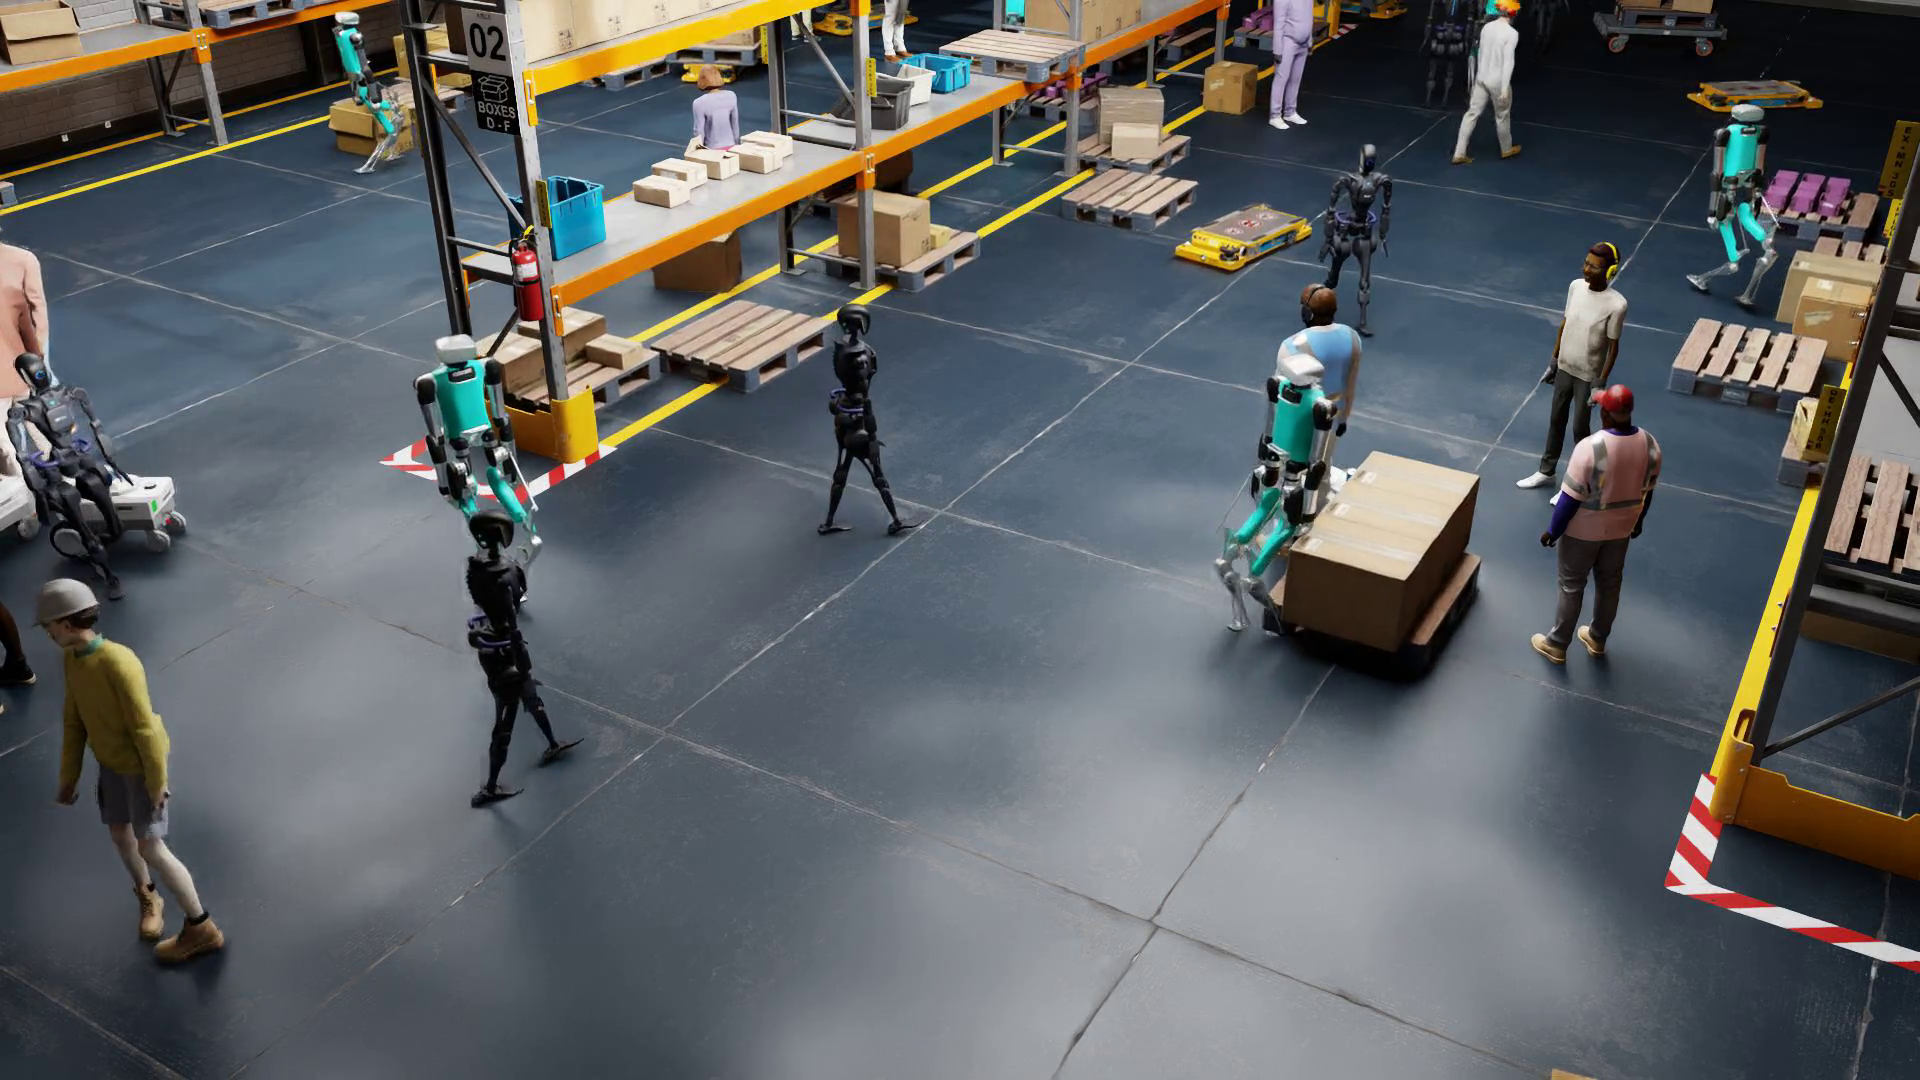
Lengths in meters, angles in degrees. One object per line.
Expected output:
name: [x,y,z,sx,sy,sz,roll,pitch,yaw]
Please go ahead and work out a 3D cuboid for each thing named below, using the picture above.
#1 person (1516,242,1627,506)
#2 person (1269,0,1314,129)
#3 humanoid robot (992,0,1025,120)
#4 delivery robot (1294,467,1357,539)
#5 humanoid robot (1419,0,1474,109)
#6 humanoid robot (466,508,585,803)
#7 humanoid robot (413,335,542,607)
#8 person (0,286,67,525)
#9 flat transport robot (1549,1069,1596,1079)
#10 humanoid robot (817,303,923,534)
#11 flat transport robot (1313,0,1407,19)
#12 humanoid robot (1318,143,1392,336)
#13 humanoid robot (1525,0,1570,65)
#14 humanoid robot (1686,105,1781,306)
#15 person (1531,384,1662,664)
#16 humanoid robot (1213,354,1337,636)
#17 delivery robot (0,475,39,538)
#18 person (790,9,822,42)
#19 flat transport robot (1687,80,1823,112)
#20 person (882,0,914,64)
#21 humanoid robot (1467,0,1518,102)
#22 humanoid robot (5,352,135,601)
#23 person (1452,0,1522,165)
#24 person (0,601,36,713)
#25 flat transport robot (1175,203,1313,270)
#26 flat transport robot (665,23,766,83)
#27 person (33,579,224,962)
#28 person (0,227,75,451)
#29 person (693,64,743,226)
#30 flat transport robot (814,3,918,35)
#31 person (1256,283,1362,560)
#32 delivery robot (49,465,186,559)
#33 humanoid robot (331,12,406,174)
person: [4.195,-1.135,11.320,0.328,1.876,0.508,-15,33,-25]
person: [3.928,-5.817,19.578,0.642,1.904,0.403,-25,38,-37]
humanoid robot: [0.604,-5.964,20.042,0.539,1.783,0.991,5,30,9]
delivery robot: [2.552,-0.195,11.001,0.512,0.599,0.771,-17,34,-27]
humanoid robot: [5.938,-6.106,20.309,0.588,1.654,0.325,3,30,5]
humanoid robot: [-2.280,0.568,8.531,0.720,1.628,0.589,-16,33,-26]
humanoid robot: [-2.820,-0.304,10.020,0.535,1.800,0.791,-22,36,-33]
person: [-6.354,-1.035,11.020,0.376,1.995,0.608,17,34,27]
flat transport robot: [1.909,2.852,5.896,0.659,0.231,1.431,10,31,18]
humanoid robot: [-0.630,-0.799,10.942,0.676,1.640,0.600,-9,31,-16]
flat transport robot: [6.043,-8.198,25.443,1.431,0.231,0.659,21,36,32]
humanoid robot: [3.369,-2.614,14.203,0.604,1.612,0.847,-4,30,-8]
humanoid robot: [7.907,-7.239,22.313,0.583,1.653,0.353,-9,31,-16]
humanoid robot: [6.876,-2.841,14.491,0.543,1.717,0.994,-8,30,-14]
person: [3.655,-0.087,9.587,0.613,1.754,0.419,-6,30,-11]
humanoid robot: [1.769,-0.199,9.797,0.679,1.790,0.530,-15,33,-24]
delivery robot: [-6.458,-0.135,10.882,0.499,0.587,0.769,8,30,13]
person: [-2.223,-7.967,23.525,0.572,1.748,0.341,22,36,34]
flat transport robot: [9.906,-5.521,20.709,1.431,0.231,0.659,-4,30,-7]
person: [-0.844,-7.440,22.415,0.372,1.934,0.626,17,34,28]
humanoid robot: [6.528,-6.325,20.638,0.548,1.762,0.760,-4,30,-7]
humanoid robot: [-5.484,-0.416,10.263,0.487,1.631,0.591,18,34,29]
person: [5.904,-5.079,18.329,0.971,1.844,0.593,-17,34,-27]
person: [-5.587,0.057,9.132,0.381,1.956,0.601,4,30,8]
flat transport robot: [2.775,-2.952,16.163,0.659,0.231,1.431,24,37,36]
flat transport robot: [-3.199,-6.356,22.185,0.659,0.231,1.431,4,30,7]
person: [-3.742,1.048,7.505,0.631,1.837,0.492,16,33,26]
person: [-6.754,-1.469,11.852,0.626,1.939,0.890,-5,30,-8]
person: [-2.395,-3.864,16.400,0.500,1.628,0.284,-21,36,-33]
flat transport robot: [-1.377,-7.682,24.531,1.431,0.231,0.659,-22,36,-34]
person: [2.233,-0.755,10.693,0.633,1.836,0.432,-16,33,-26]
delivery robot: [-5.617,-0.207,11.028,0.788,0.605,0.499,-1,29,-1]
humanoid robot: [-6.328,-4.862,18.053,0.907,1.765,0.548,-26,39,-38]
